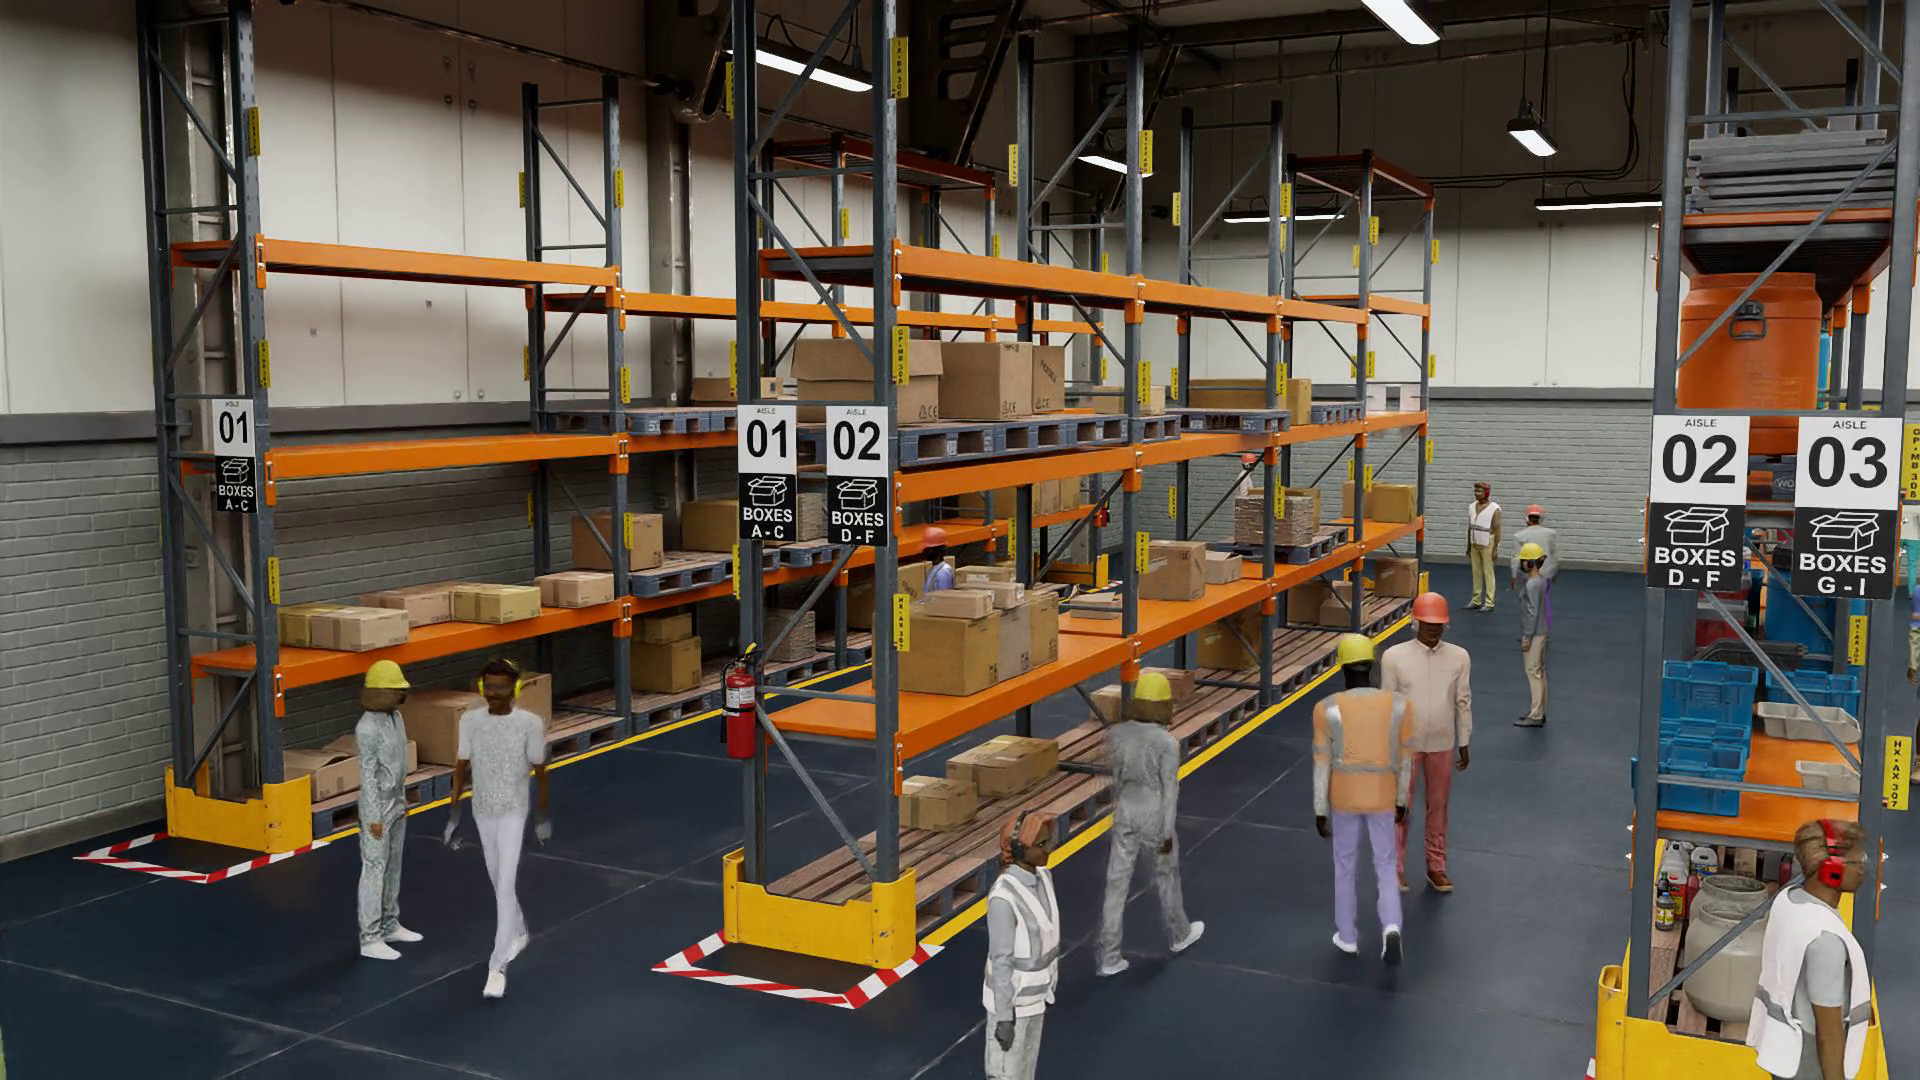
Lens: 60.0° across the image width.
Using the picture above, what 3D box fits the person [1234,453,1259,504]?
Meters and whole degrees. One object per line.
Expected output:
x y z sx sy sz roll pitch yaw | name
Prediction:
4.959 -0.520 28.827 0.407 1.986 0.618 1 6 13 | person

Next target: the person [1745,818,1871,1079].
3.036 1.898 5.946 0.390 1.849 0.566 1 6 12 | person

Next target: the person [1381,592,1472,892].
3.051 1.324 10.902 0.619 1.988 0.405 0 6 -3 | person

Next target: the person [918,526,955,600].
-0.225 0.836 15.843 0.350 1.941 0.545 -1 6 -10 | person

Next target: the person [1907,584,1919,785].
8.094 1.014 13.606 0.605 2.045 0.378 4 7 31 | person

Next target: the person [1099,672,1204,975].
1.081 1.601 9.568 0.497 1.689 0.898 5 7 38 | person

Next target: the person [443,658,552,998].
-2.591 1.565 9.354 0.489 1.819 0.935 1 6 10 | person

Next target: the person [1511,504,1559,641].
7.204 0.421 20.847 0.639 1.741 0.389 0 6 -2 | person

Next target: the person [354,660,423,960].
-3.358 1.561 9.752 0.299 1.743 0.489 0 6 3 | person

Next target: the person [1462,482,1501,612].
7.401 0.095 23.500 0.373 1.843 0.572 -3 7 -26 | person

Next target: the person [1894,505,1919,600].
14.079 0.006 24.749 0.533 1.768 0.310 5 8 40 | person

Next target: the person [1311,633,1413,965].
2.314 1.503 9.547 0.596 1.903 0.694 0 6 4 | person

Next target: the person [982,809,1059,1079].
0.252 1.909 6.845 0.315 1.641 0.514 2 6 23 | person

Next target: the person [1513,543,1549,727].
5.478 0.910 15.966 0.327 1.767 0.533 3 7 29 | person
